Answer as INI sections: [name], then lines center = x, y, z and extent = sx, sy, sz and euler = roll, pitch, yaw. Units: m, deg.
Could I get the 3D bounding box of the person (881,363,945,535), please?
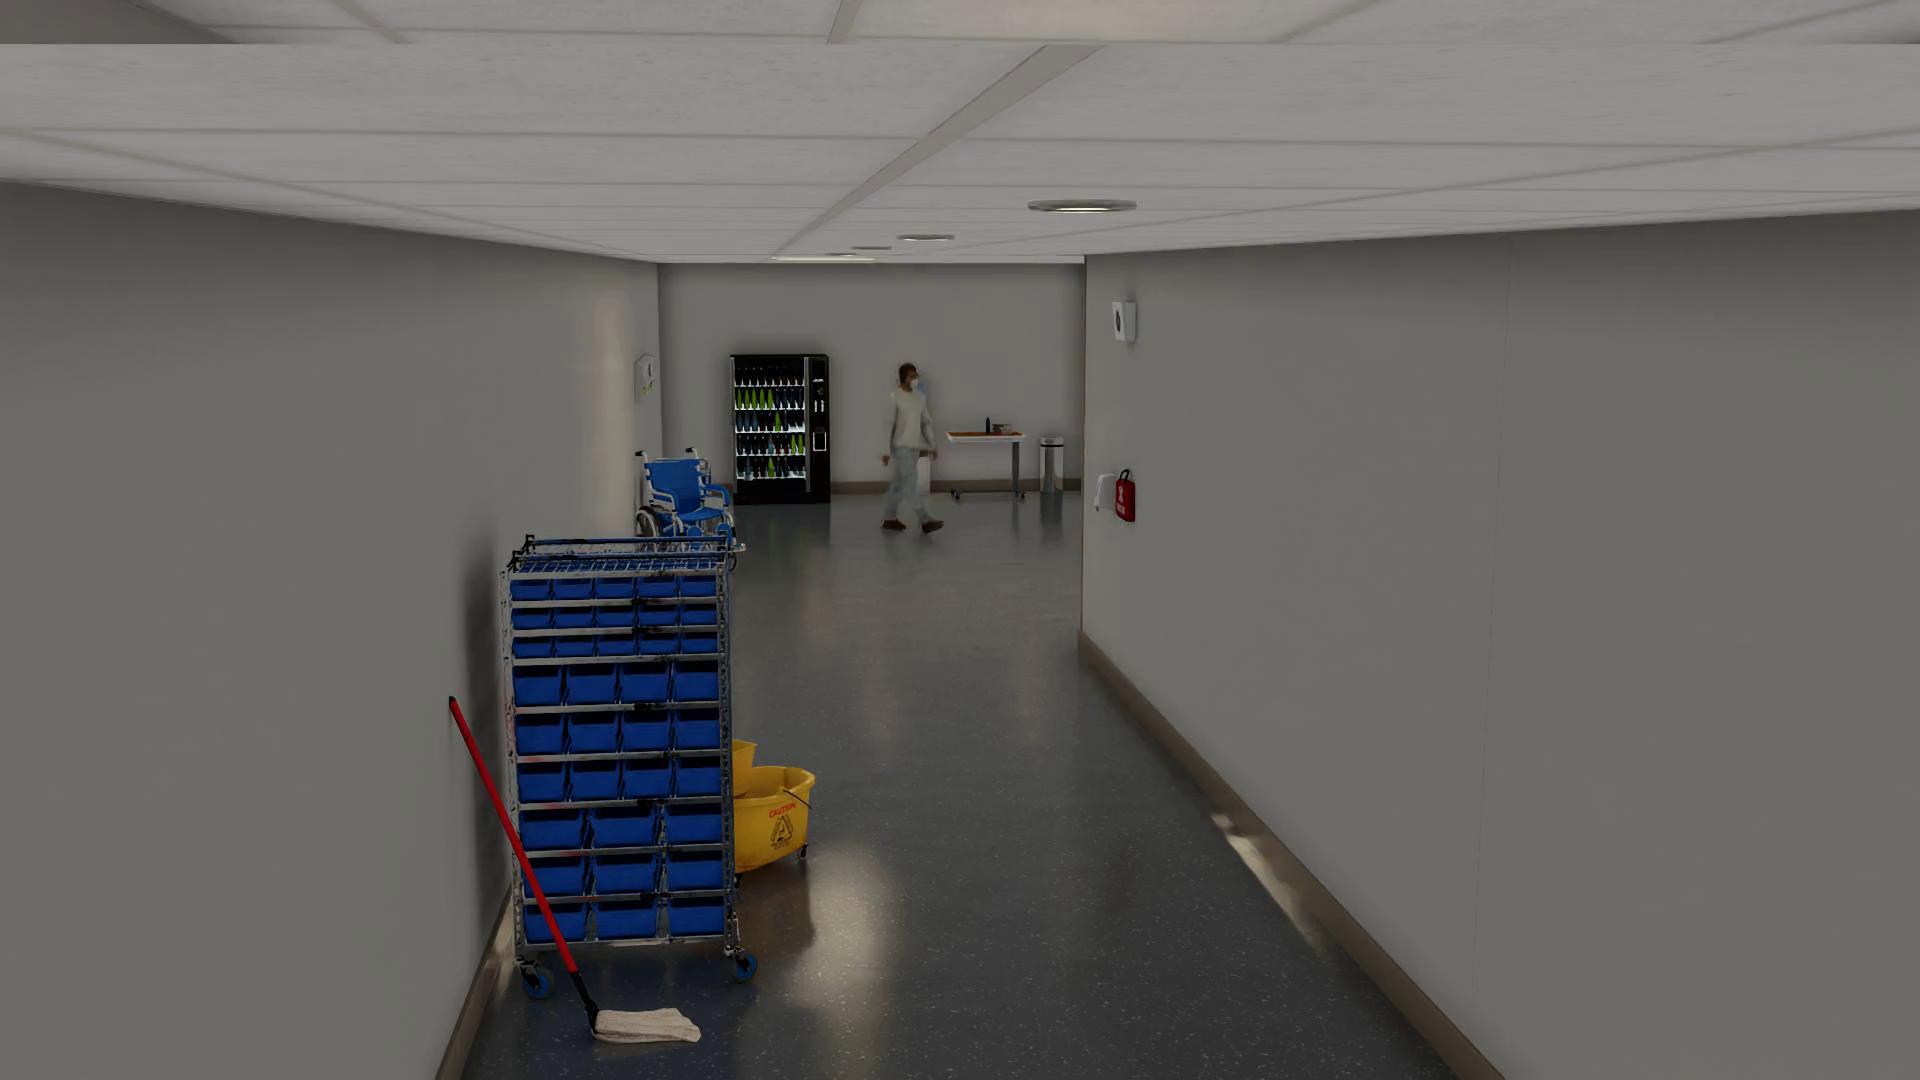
[person]
center = -0.516, -1.010, 18.463
extent = 1.003, 1.887, 0.654
euler = 7, 11, 37
